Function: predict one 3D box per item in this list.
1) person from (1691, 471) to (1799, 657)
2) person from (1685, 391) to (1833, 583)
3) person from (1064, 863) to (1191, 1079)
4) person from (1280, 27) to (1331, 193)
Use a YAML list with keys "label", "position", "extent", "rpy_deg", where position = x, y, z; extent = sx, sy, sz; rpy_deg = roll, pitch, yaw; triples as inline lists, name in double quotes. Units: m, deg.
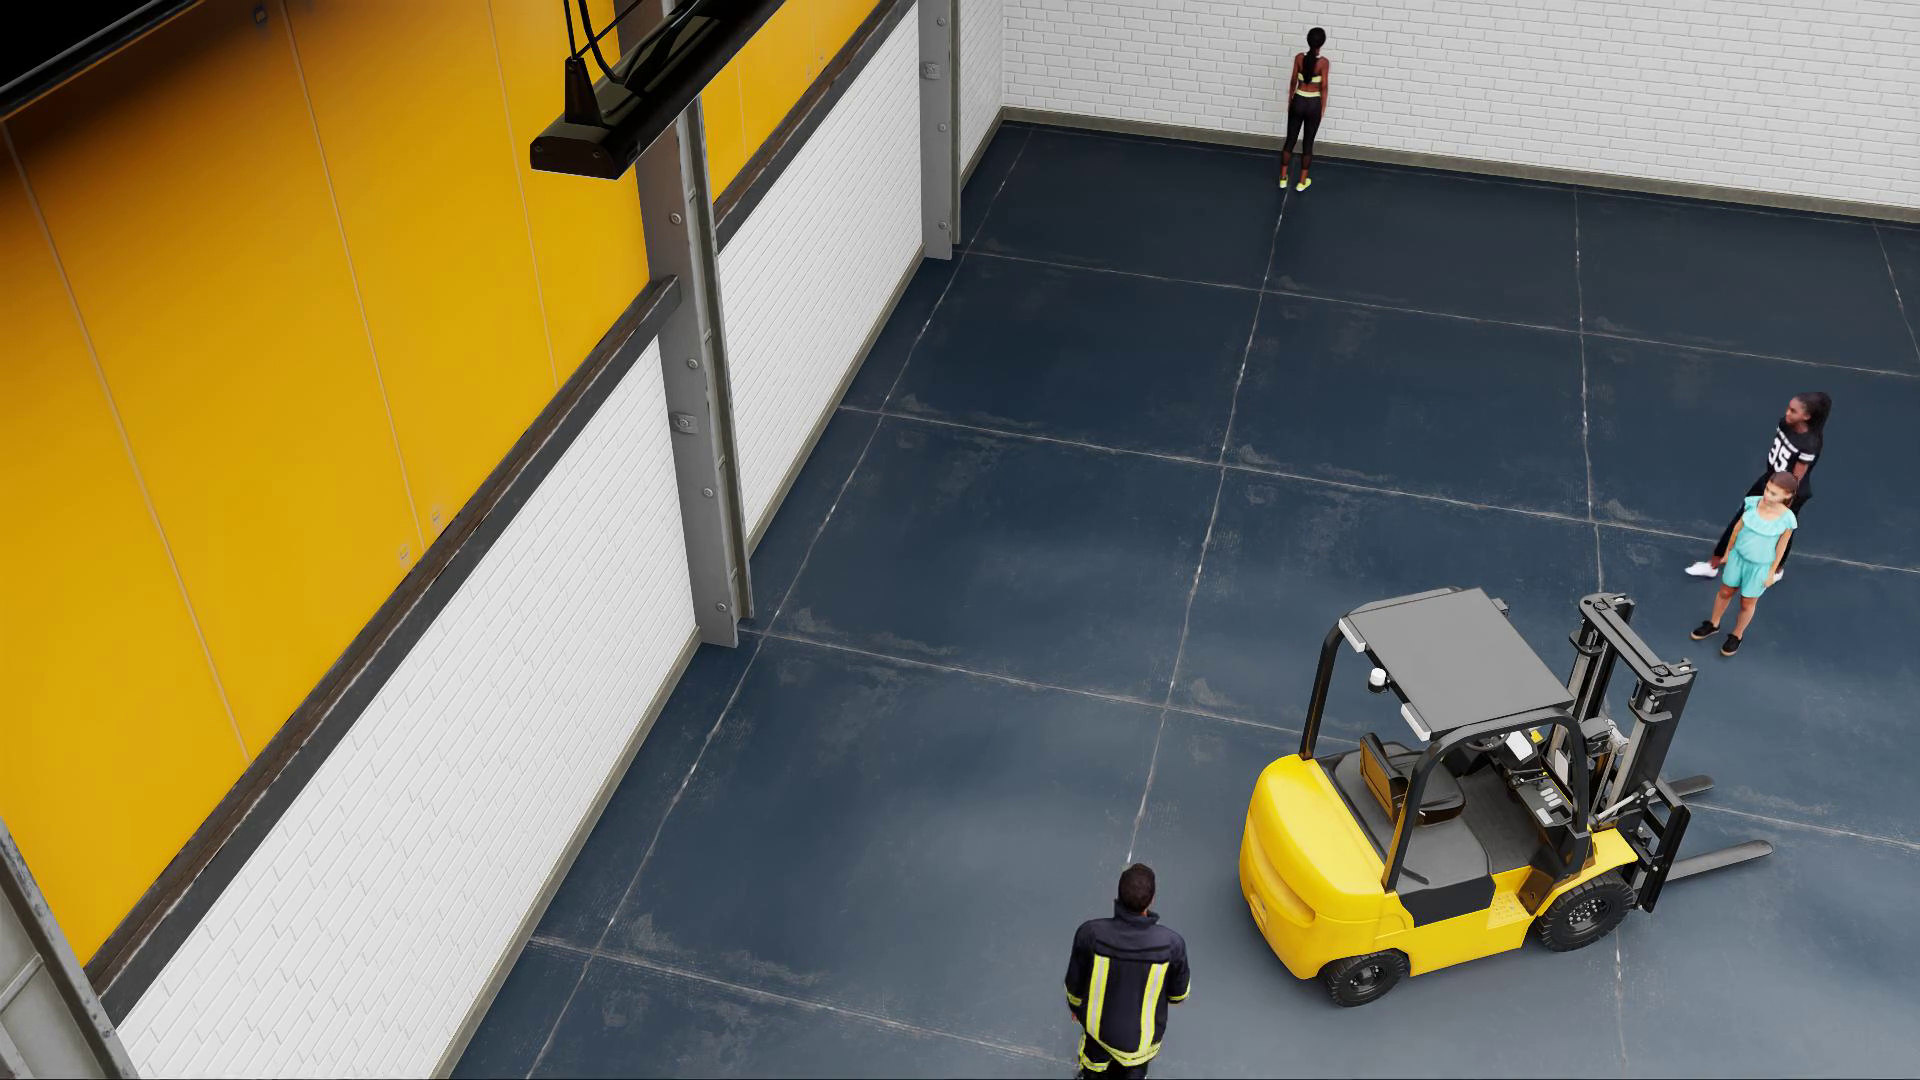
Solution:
- label: "person"
  position: [5.619, 0.144, 11.792]
  extent: [0.675, 1.558, 0.636]
  rpy_deg: [-27, 46, -29]
- label: "person"
  position: [6.148, -0.349, 12.293]
  extent: [0.966, 1.704, 1.029]
  rpy_deg: [-9, 39, -11]
- label: "person"
  position: [0.831, 2.477, 8.591]
  extent: [0.791, 1.907, 0.771]
  rpy_deg: [9, 40, 11]
- label: "person"
  position: [3.630, -4.524, 17.482]
  extent: [0.593, 1.753, 0.560]
  rpy_deg: [17, 42, 20]
